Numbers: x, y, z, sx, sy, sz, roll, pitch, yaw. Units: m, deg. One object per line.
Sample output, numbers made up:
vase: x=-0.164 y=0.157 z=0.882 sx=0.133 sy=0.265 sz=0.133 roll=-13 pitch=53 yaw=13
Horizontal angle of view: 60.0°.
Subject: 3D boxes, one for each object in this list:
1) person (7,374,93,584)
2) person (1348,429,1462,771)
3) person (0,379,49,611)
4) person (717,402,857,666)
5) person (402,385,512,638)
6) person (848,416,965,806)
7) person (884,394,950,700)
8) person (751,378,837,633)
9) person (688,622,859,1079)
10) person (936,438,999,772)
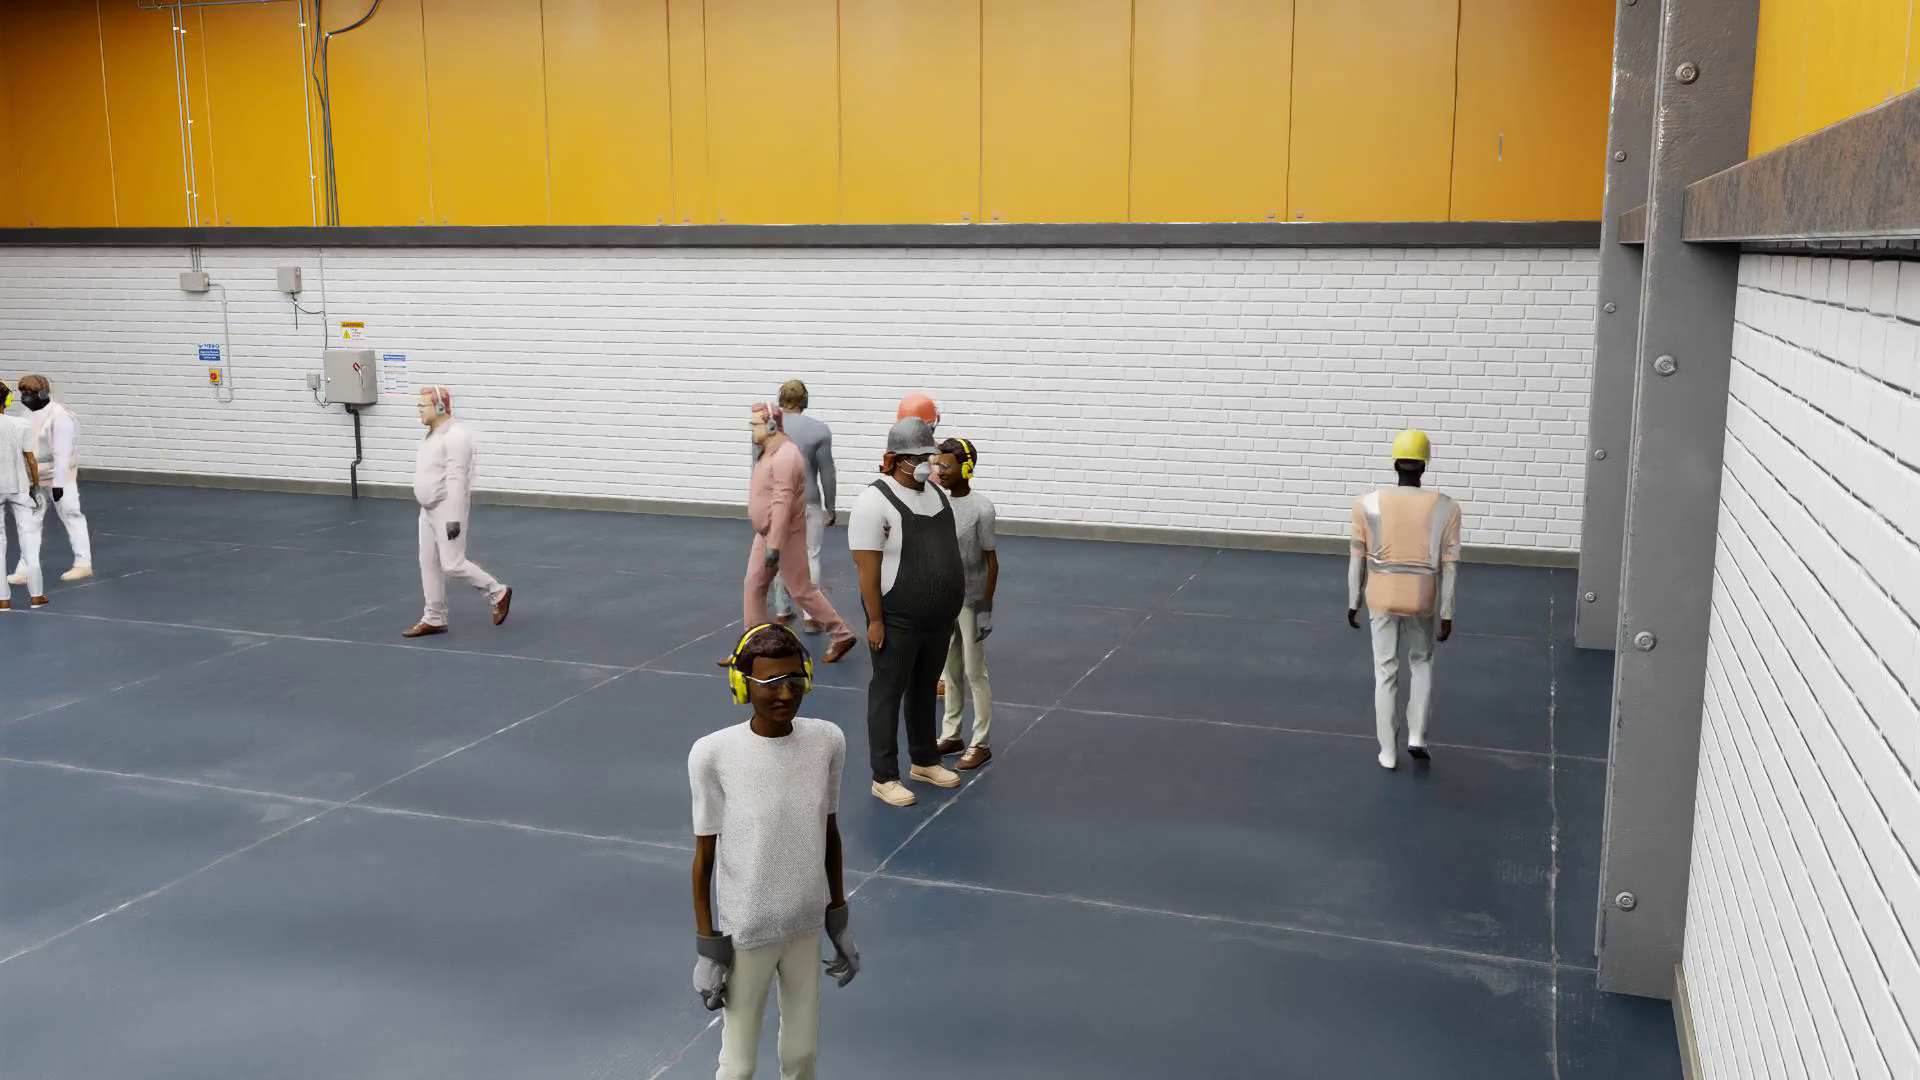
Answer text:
person: x=-7.907 y=-0.507 z=14.300 sx=0.667 sy=1.812 sz=0.828 roll=5 pitch=11 yaw=25
person: x=2.466 y=0.338 z=9.293 sx=0.587 sy=1.910 sz=0.442 roll=2 pitch=10 yaw=11
person: x=-7.658 y=-0.363 z=13.349 sx=0.518 sy=1.872 sz=0.330 roll=-5 pitch=11 yaw=-27
person: x=-1.191 y=-0.039 z=11.554 sx=0.937 sy=1.866 sz=0.634 roll=-4 pitch=11 yaw=-23
person: x=-3.823 y=-0.219 z=12.470 sx=0.725 sy=1.888 sz=0.652 roll=-9 pitch=13 yaw=-40
person: x=-0.225 y=0.359 z=8.797 sx=0.538 sy=2.000 sz=0.684 roll=8 pitch=13 yaw=38
person: x=-0.249 y=0.046 z=10.723 sx=0.623 sy=1.981 sz=0.404 roll=6 pitch=12 yaw=29
person: x=-1.260 y=-0.259 z=12.641 sx=0.653 sy=1.928 sz=0.668 roll=2 pitch=10 yaw=14
person: x=-0.531 y=1.150 z=4.824 sx=0.511 sy=1.872 sz=0.329 roll=-7 pitch=12 yaw=-33
person: x=0.002 y=0.355 z=9.301 sx=0.331 sy=1.872 sz=0.513 roll=-8 pitch=13 yaw=-38
